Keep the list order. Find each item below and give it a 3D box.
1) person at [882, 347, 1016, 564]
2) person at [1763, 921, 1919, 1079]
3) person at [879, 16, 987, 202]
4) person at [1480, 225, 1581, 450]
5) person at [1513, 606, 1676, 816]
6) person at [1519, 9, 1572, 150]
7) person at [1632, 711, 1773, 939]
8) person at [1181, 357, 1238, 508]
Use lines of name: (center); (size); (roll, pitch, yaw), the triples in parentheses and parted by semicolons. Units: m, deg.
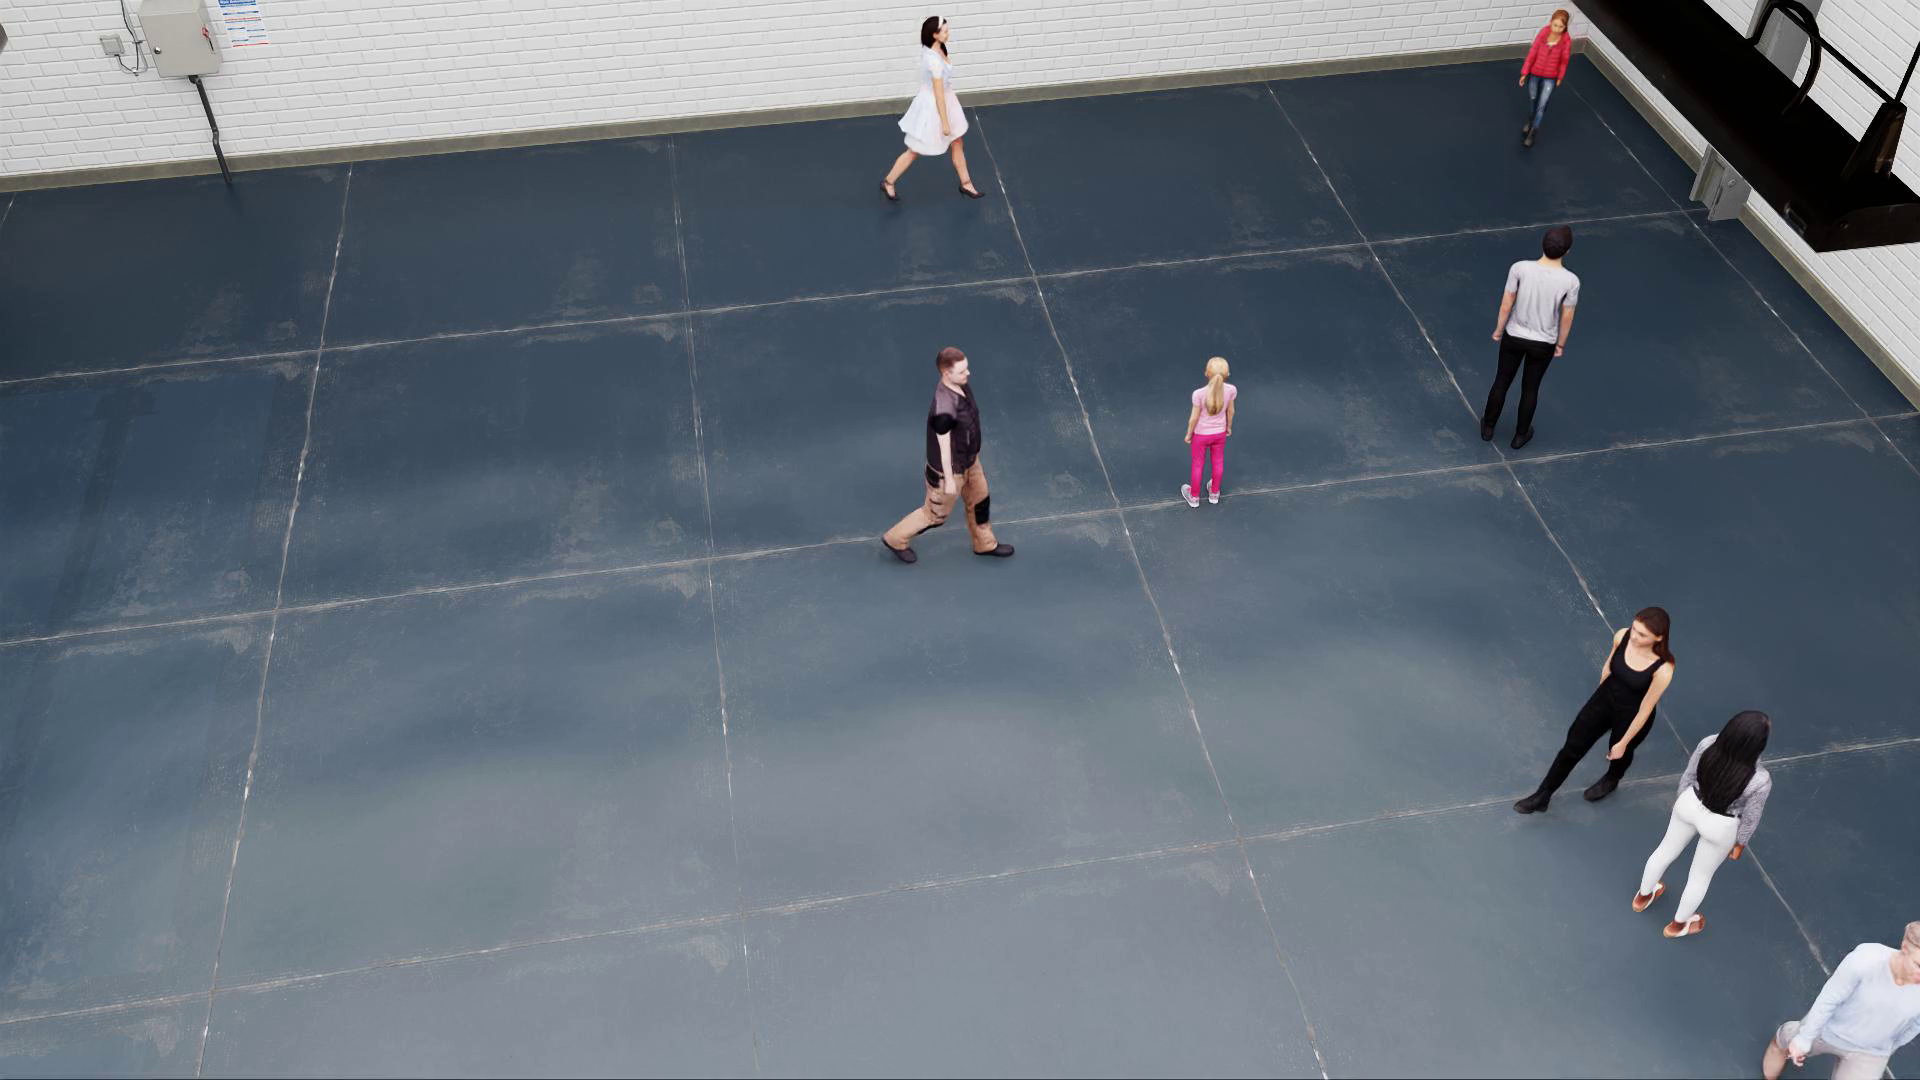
person: (-0.140, -0.537, 11.190); (1.053, 1.806, 1.185); (11, 45, 11)
person: (4.327, 2.345, 8.132); (1.143, 1.850, 1.321); (18, 47, 18)
person: (-0.322, -3.686, 14.522); (0.793, 1.770, 1.163); (-2, 44, -2)
person: (4.153, -1.473, 12.131); (0.741, 1.863, 0.765); (19, 47, 19)
person: (3.919, 0.991, 9.694); (0.885, 1.657, 1.019); (-22, 48, -22)
person: (5.488, -4.387, 15.606); (0.821, 1.289, 0.904); (23, 48, 22)
person: (4.077, 1.530, 9.080); (0.726, 1.723, 0.579); (-25, 49, -24)
person: (1.777, -0.778, 11.830); (0.489, 1.271, 0.489); (-8, 44, -8)
